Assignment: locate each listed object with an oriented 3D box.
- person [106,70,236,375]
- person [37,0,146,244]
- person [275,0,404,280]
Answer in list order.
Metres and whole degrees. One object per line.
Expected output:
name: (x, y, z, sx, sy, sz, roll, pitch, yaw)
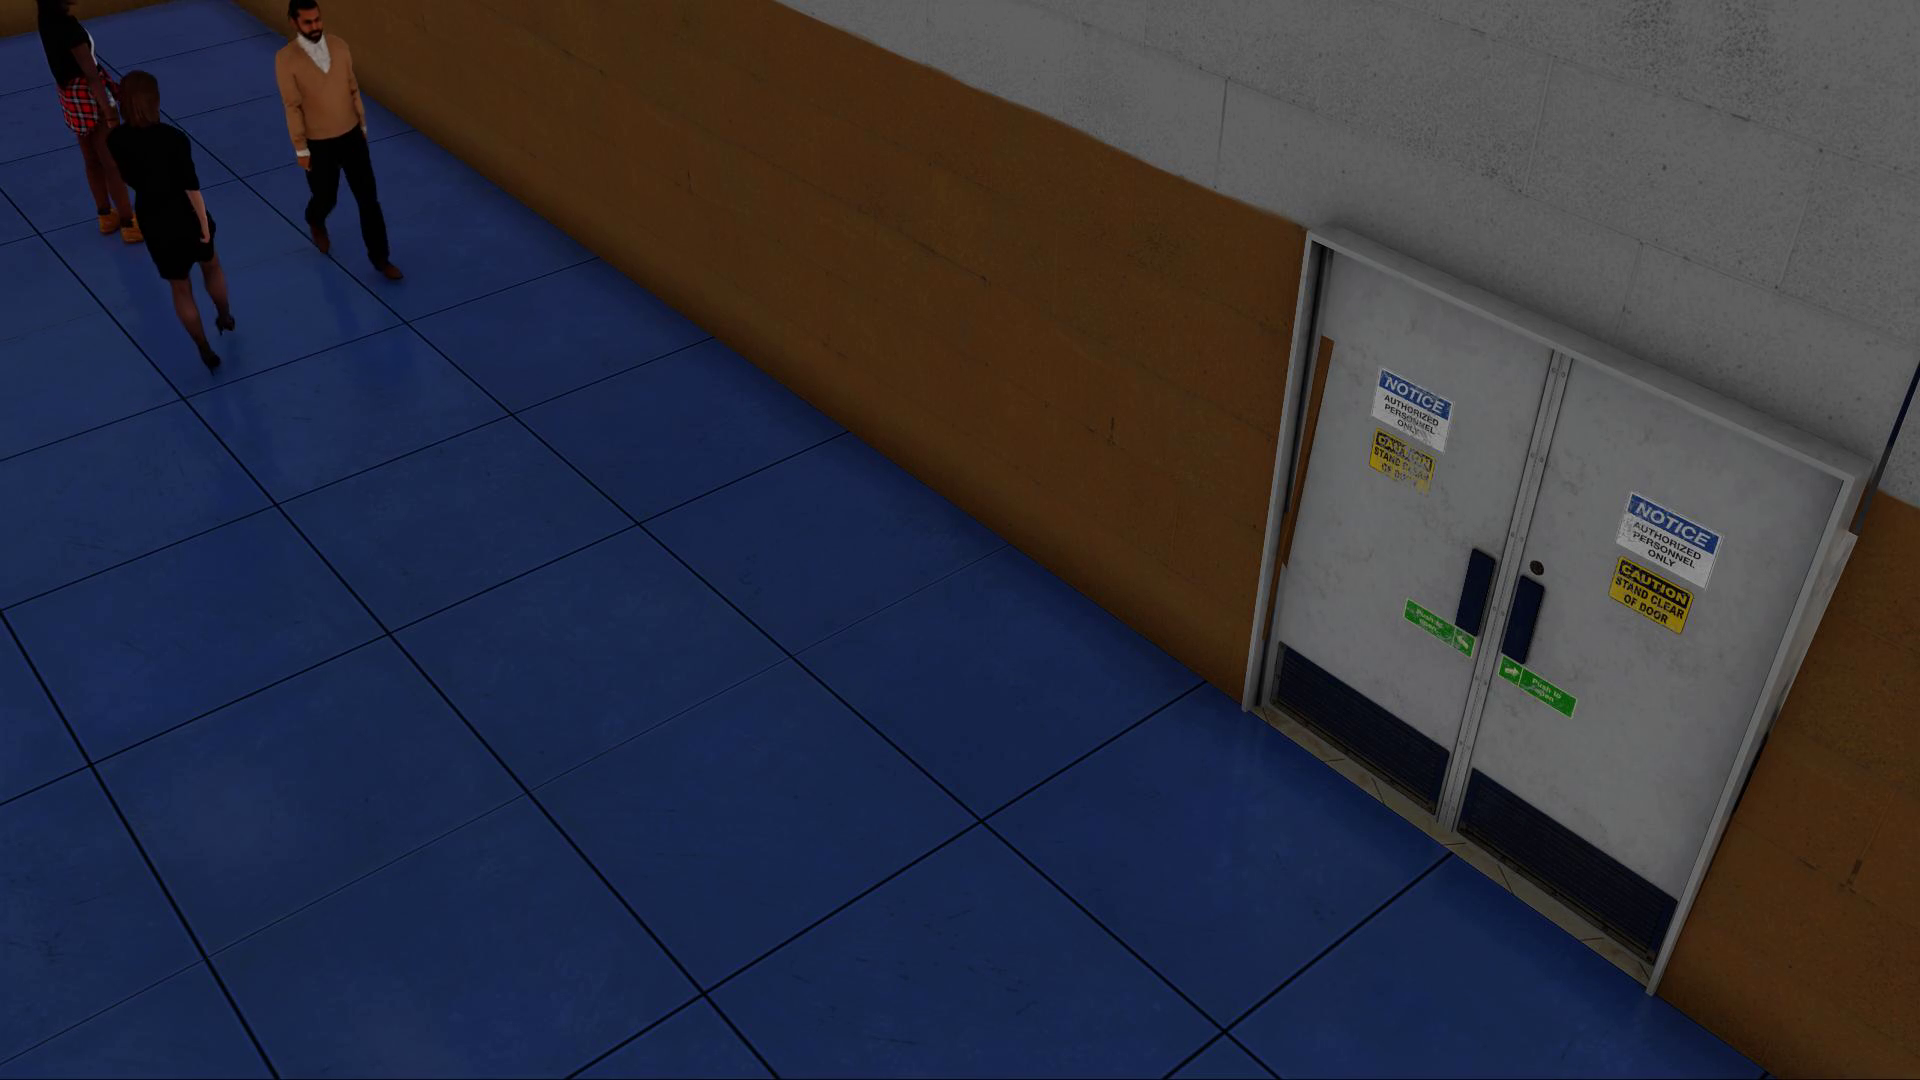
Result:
person: (-4.319, -1.674, 9.091, 0.880, 1.678, 0.878, -6, 37, -7)
person: (-5.476, -2.723, 10.464, 0.649, 1.725, 0.641, 27, 45, 31)
person: (-3.860, -2.437, 10.083, 0.771, 1.725, 1.029, 30, 46, 34)
